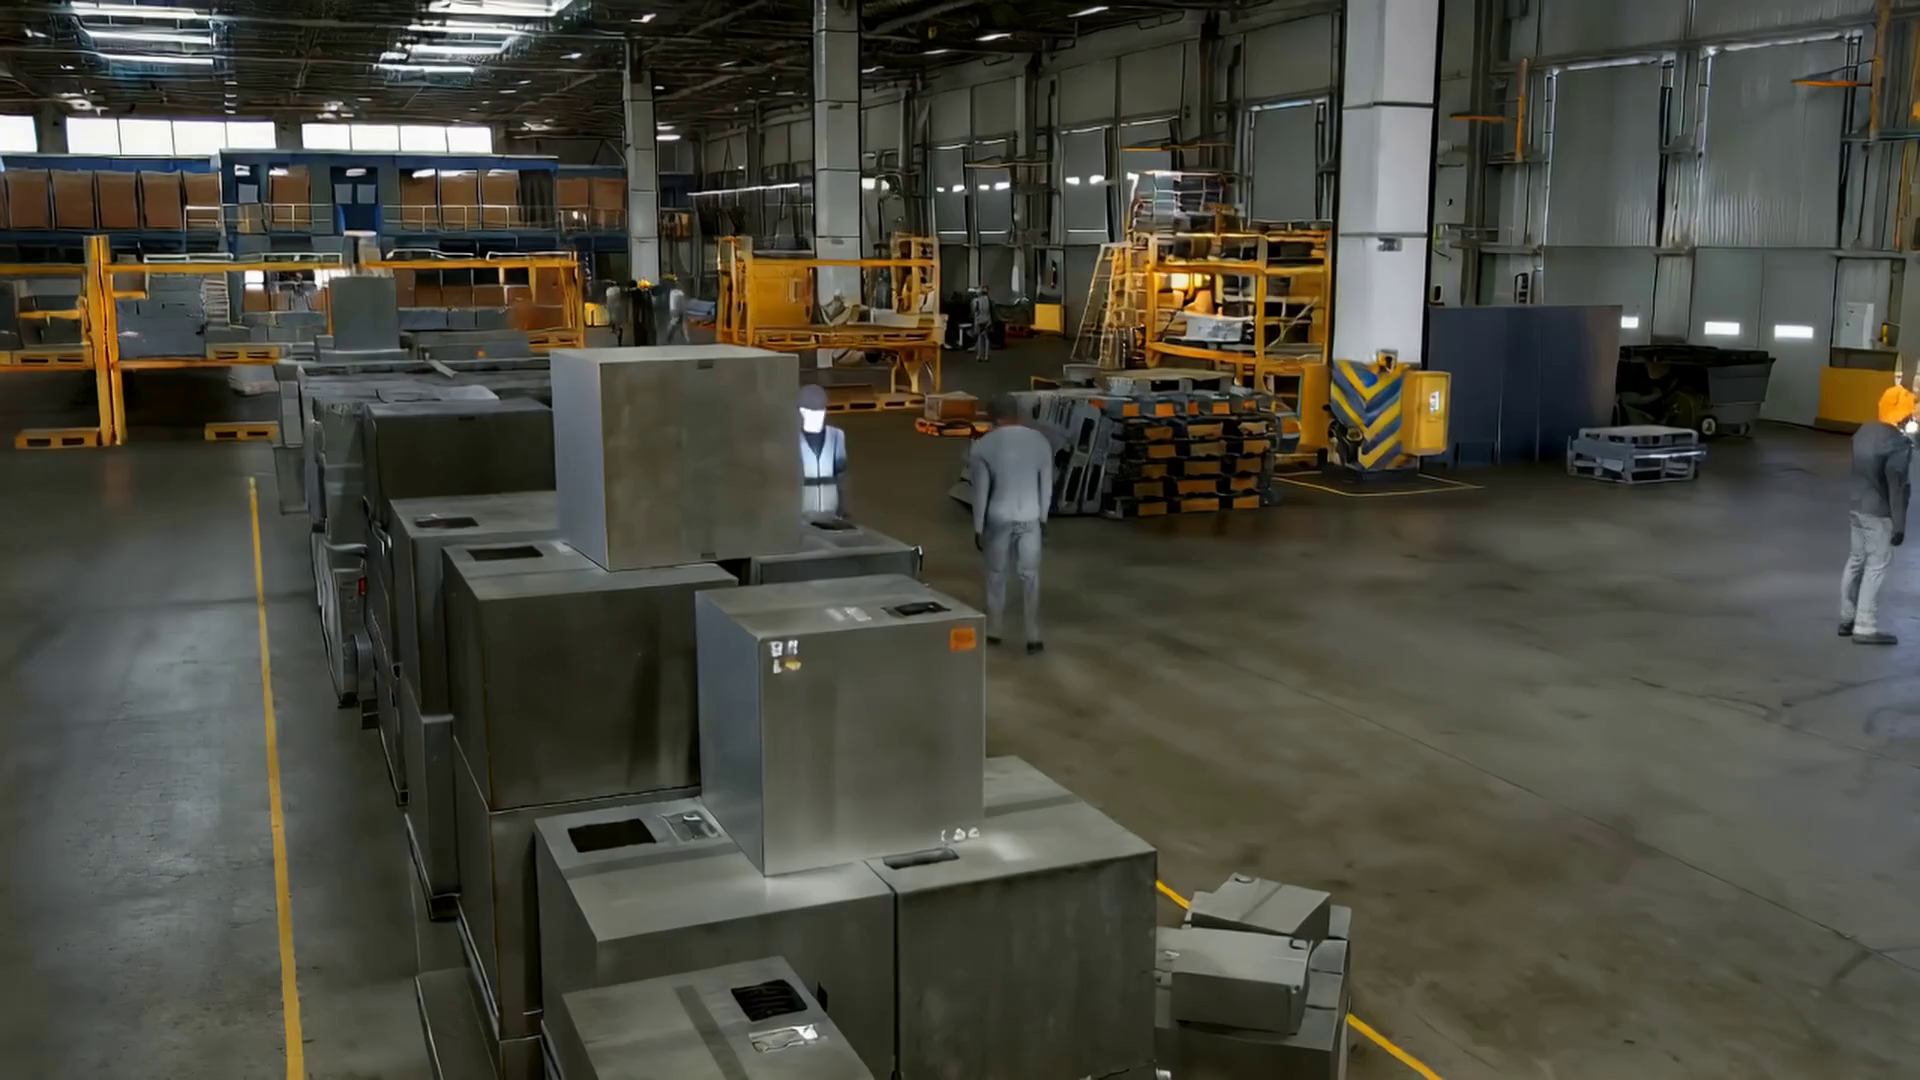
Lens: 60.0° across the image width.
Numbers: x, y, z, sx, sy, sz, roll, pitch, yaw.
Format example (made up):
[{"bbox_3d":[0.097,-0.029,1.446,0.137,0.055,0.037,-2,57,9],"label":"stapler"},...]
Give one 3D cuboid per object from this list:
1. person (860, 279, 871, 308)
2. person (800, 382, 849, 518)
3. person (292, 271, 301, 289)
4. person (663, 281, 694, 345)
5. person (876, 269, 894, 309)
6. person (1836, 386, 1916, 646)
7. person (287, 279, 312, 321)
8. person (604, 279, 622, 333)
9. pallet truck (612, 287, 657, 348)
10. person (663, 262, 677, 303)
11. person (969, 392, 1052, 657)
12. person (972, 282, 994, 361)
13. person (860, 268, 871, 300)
[{"bbox_3d":[-2.857,-6.560,47.703,0.621,1.845,0.429,-2,10,-11],"label":"person"},{"bbox_3d":[-1.111,-0.250,12.741,0.540,1.920,0.426,-5,11,-25],"label":"person"},{"bbox_3d":[-23.437,-8.562,58.683,0.581,1.860,0.614,-6,12,-31],"label":"person"},{"bbox_3d":[-7.945,-6.378,46.804,0.862,1.811,0.627,-10,14,-43],"label":"person"},{"bbox_3d":[-2.667,-8.684,59.212,0.647,1.918,0.444,1,10,4],"label":"person"},{"bbox_3d":[6.787,-0.174,12.285,0.381,1.928,0.635,0,10,-1],"label":"person"},{"bbox_3d":[-18.184,-6.249,45.859,0.643,1.882,1.042,-5,11,-25],"label":"person"},{"bbox_3d":[-11.105,-7.490,53.252,0.566,1.692,0.565,2,10,10],"label":"person"},{"bbox_3d":[-6.464,-4.406,35.401,0.823,1.965,1.885,6,12,32],"label":"pallet truck"},{"bbox_3d":[-12.949,-11.432,74.165,0.612,1.986,0.407,-1,10,-3],"label":"person"},{"bbox_3d":[0.382,-0.113,12.068,0.648,1.901,0.690,-3,11,-17],"label":"person"},{"bbox_3d":[0.558,-5.368,40.873,0.547,1.938,0.359,-3,11,-16],"label":"person"},{"bbox_3d":[-3.437,-8.744,59.505,0.589,1.927,0.388,-9,14,-42],"label":"person"}]
